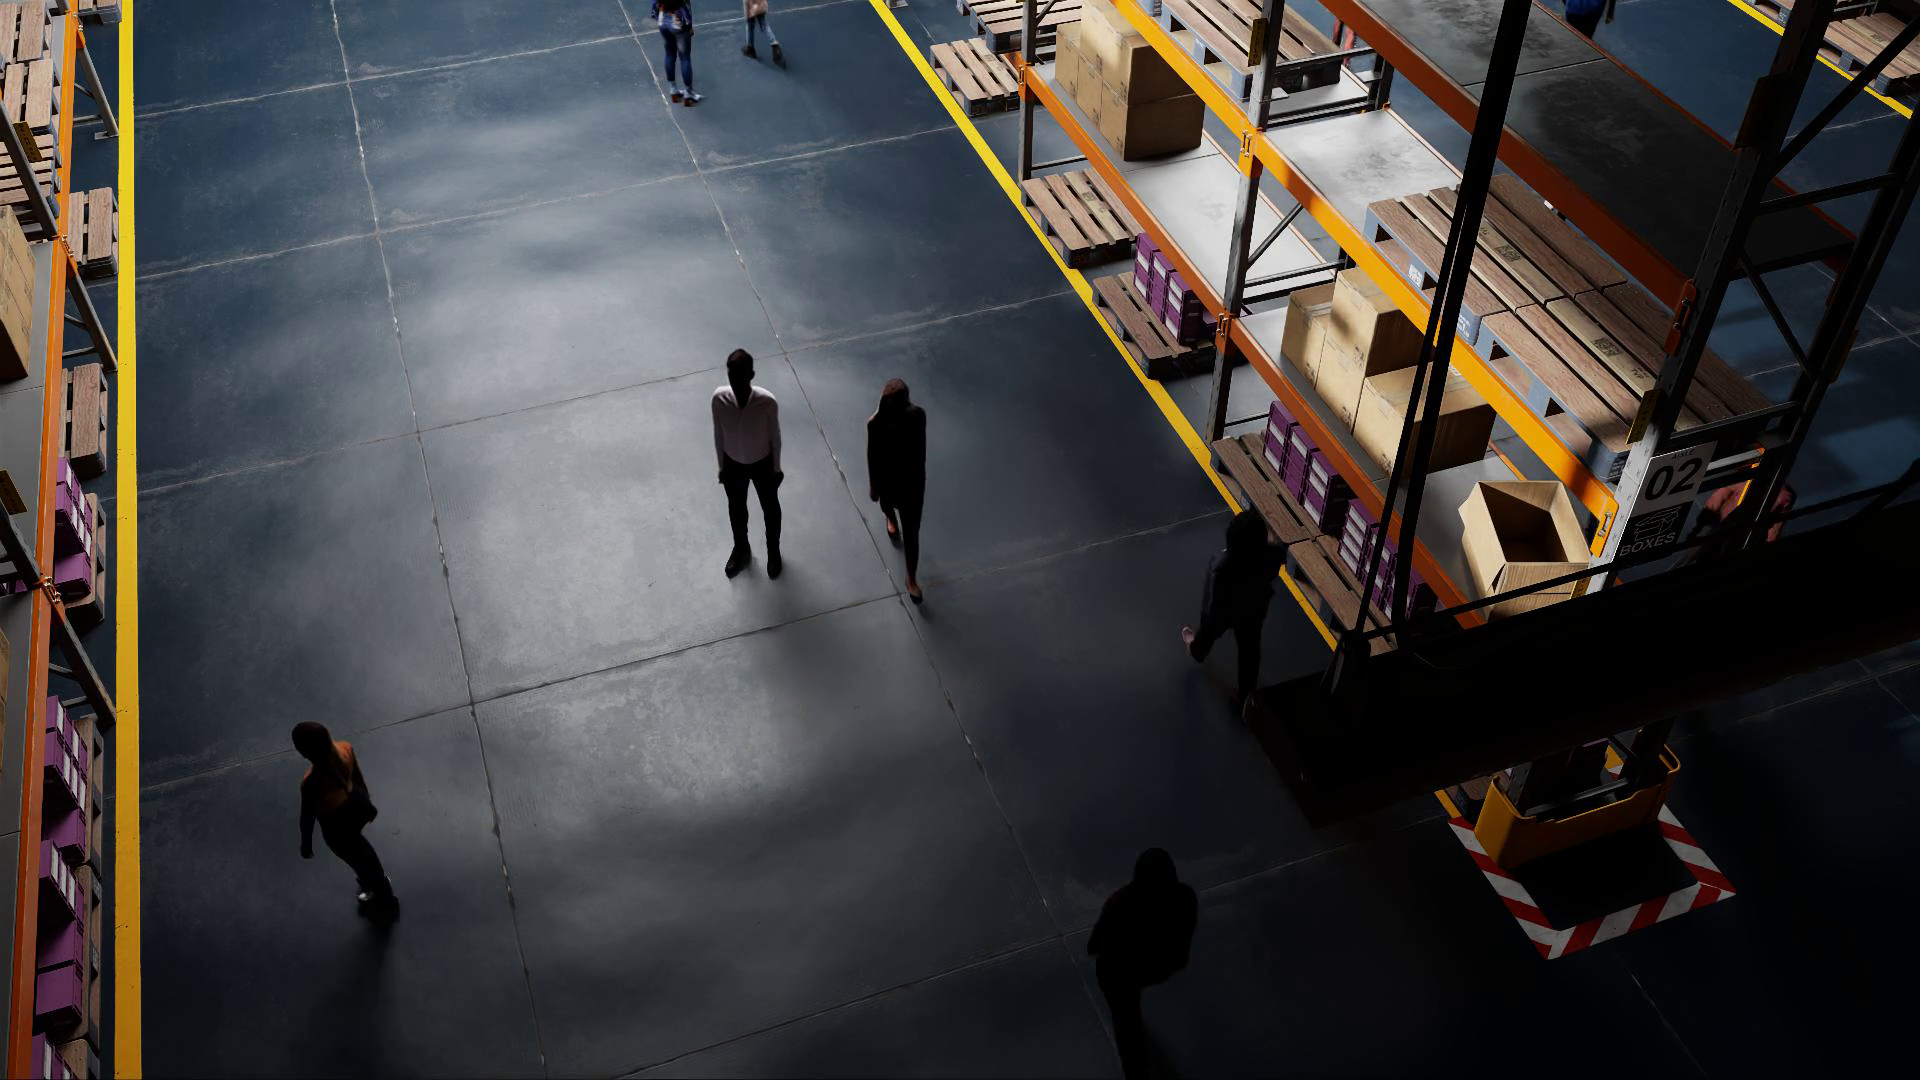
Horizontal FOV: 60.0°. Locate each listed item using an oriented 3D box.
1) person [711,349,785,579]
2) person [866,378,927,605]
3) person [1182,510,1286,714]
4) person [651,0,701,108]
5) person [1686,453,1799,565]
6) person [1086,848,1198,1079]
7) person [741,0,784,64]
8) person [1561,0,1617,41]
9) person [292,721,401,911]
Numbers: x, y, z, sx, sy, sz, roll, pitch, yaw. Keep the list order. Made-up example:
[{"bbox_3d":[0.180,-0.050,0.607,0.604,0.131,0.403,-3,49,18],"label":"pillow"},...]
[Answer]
[{"bbox_3d":[-1.444,-0.554,11.449,0.719,1.868,0.744,6,44,6],"label":"person"},{"bbox_3d":[-0.452,-0.483,11.530,0.730,1.653,1.204,-7,44,-7],"label":"person"},{"bbox_3d":[1.796,0.483,10.585,0.666,1.558,1.007,-13,45,-13],"label":"person"},{"bbox_3d":[-2.816,-5.063,16.358,0.692,1.625,0.756,19,47,19],"label":"person"},{"bbox_3d":[5.031,0.084,10.859,1.020,1.758,1.149,11,45,12],"label":"person"},{"bbox_3d":[0.956,2.261,8.603,0.654,1.718,1.032,-15,46,-15],"label":"person"},{"bbox_3d":[-2.069,-5.482,17.120,0.677,1.180,0.871,-34,53,-30],"label":"person"},{"bbox_3d":[6.154,-5.190,16.353,0.934,1.815,1.116,5,44,5],"label":"person"},{"bbox_3d":[-3.396,1.605,9.364,0.755,1.618,0.673,10,45,11],"label":"person"}]
